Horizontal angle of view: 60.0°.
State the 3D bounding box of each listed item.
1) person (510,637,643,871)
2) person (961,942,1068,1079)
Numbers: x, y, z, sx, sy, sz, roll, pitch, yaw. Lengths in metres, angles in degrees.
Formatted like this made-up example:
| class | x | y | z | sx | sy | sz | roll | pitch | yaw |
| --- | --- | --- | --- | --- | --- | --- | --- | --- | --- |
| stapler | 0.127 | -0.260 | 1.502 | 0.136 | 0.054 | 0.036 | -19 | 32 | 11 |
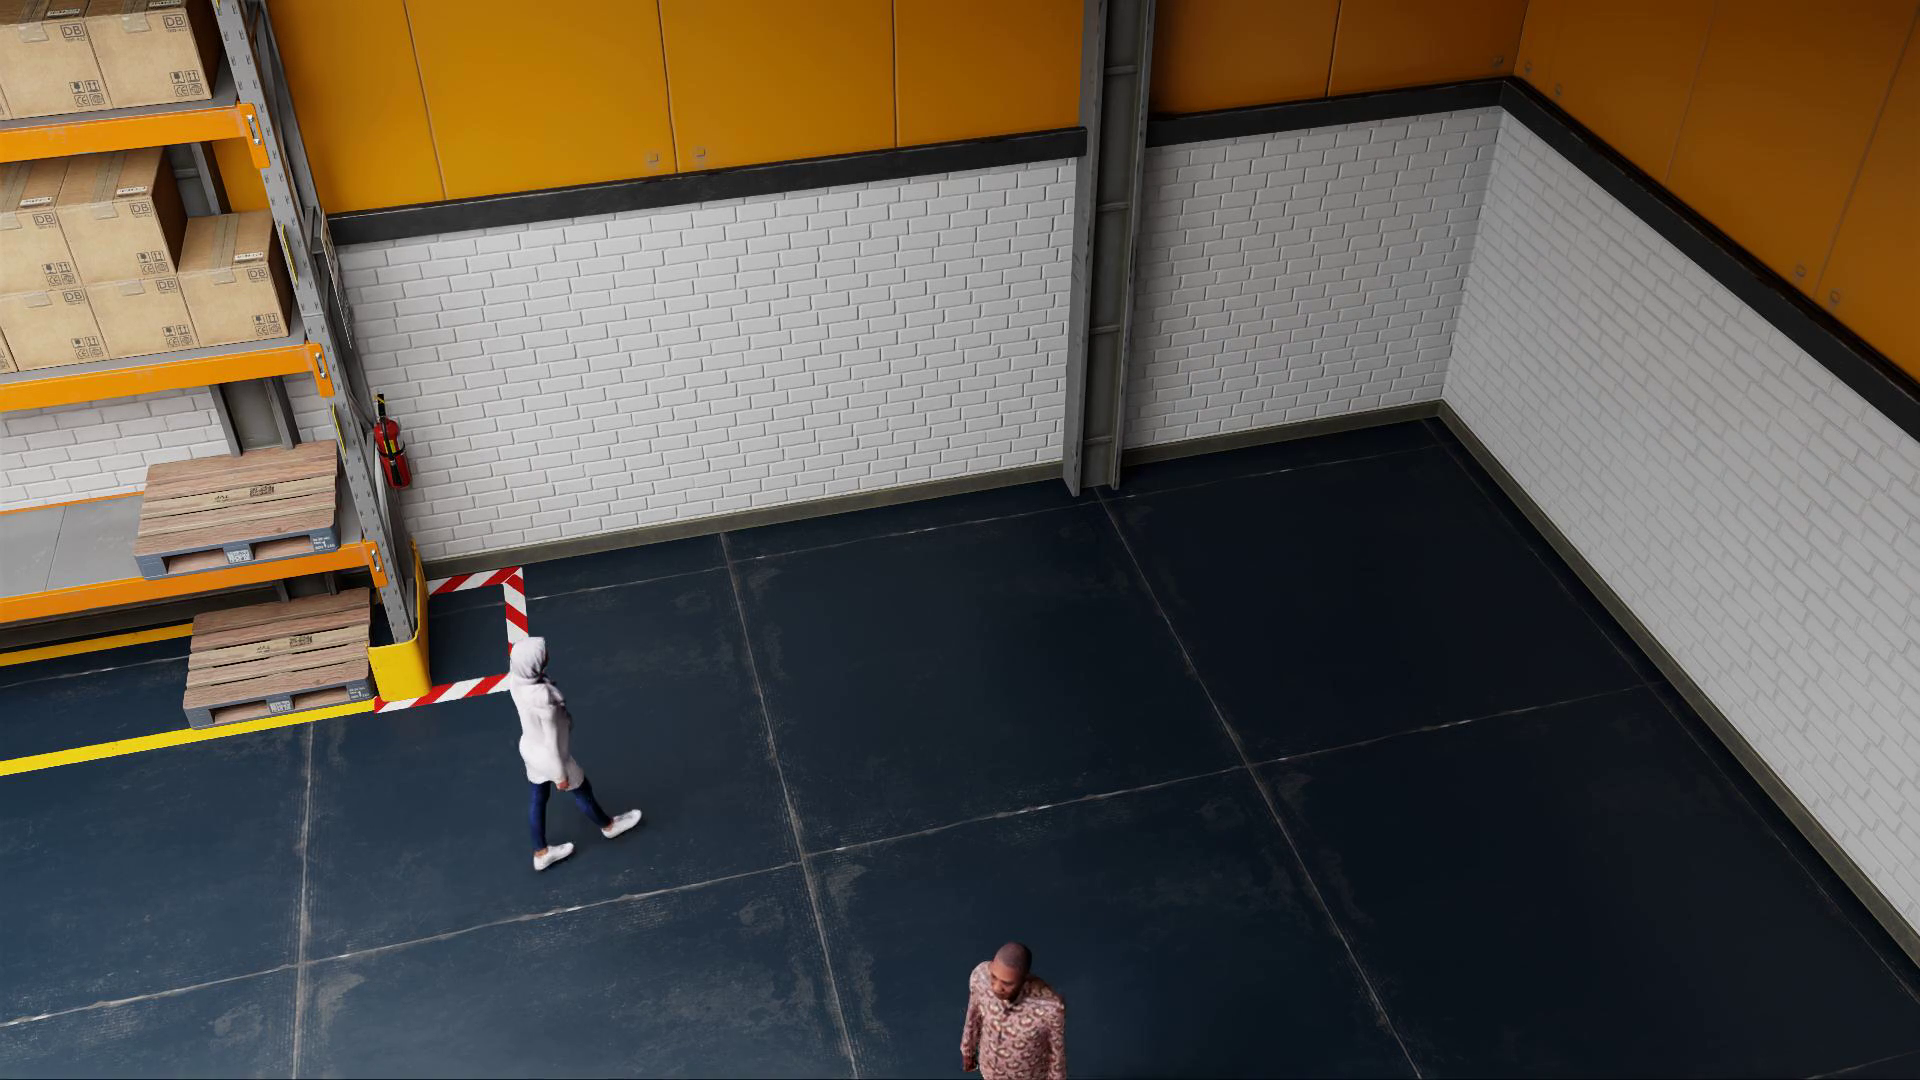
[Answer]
| class | x | y | z | sx | sy | sz | roll | pitch | yaw |
| --- | --- | --- | --- | --- | --- | --- | --- | --- | --- |
| person | -2.516 | 1.309 | 9.832 | 1.048 | 1.756 | 0.870 | -27 | 46 | -30 |
| person | 0.322 | 2.536 | 8.266 | 0.858 | 1.793 | 0.917 | 20 | 43 | 23 |
